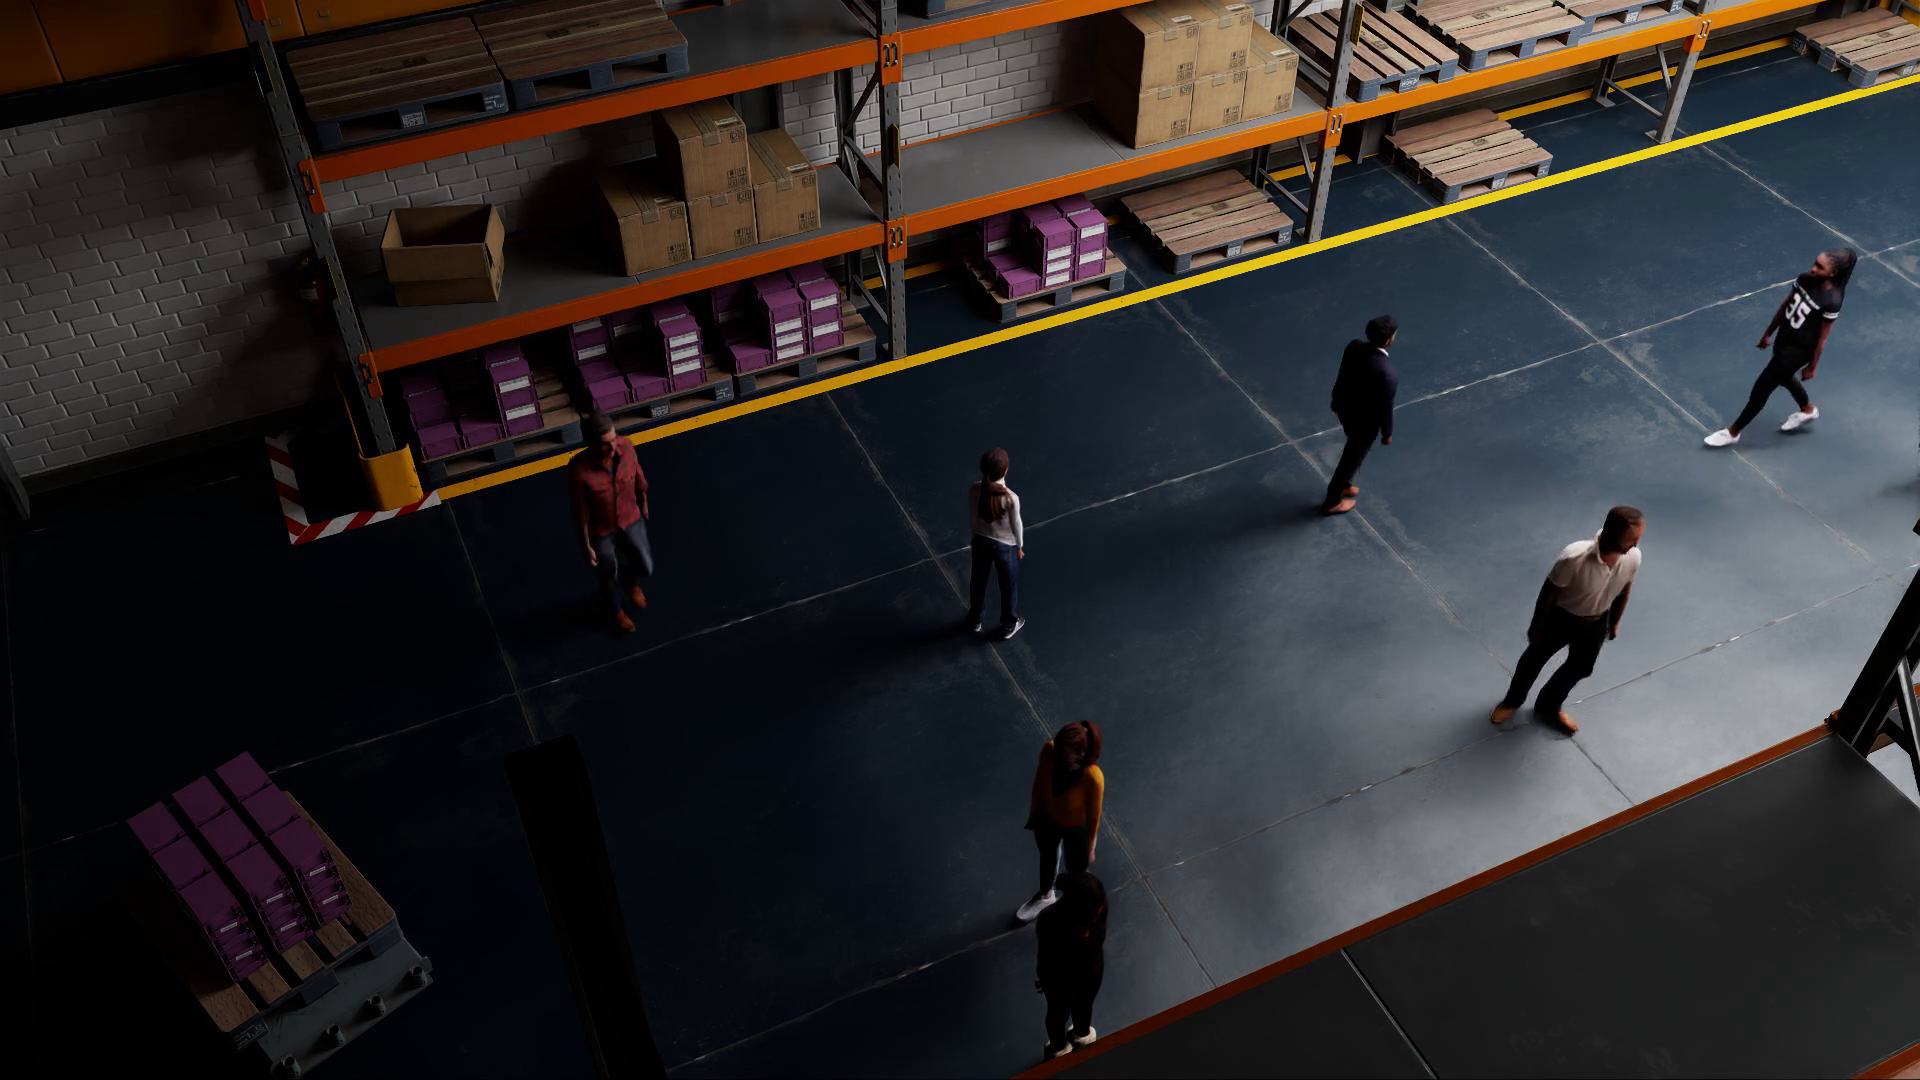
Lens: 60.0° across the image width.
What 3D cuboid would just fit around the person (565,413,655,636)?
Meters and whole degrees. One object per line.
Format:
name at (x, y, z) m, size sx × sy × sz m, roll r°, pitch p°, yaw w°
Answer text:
person at (-2.314, -0.161, 10.798) m, size 0.711 × 1.812 × 0.857 m, roll -27°, pitch 50°, yaw -25°

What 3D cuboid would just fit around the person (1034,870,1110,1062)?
person at (0.565, 2.177, 8.455) m, size 0.591 × 1.659 × 0.658 m, roll 0°, pitch 44°, yaw 0°

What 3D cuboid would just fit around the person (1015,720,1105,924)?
person at (0.580, 1.551, 9.047) m, size 0.669 × 1.749 × 0.679 m, roll 30°, pitch 51°, yaw 28°

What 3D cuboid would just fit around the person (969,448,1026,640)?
person at (0.220, 0.021, 10.790) m, size 0.627 × 1.559 × 0.686 m, roll 15°, pitch 46°, yaw 15°

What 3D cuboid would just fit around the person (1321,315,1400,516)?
person at (2.702, -0.824, 11.568) m, size 0.606 × 1.710 × 0.660 m, roll -18°, pitch 46°, yaw -18°

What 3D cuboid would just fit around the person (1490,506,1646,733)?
person at (3.710, 0.454, 10.136) m, size 0.685 × 1.835 × 0.870 m, roll 6°, pitch 44°, yaw 6°

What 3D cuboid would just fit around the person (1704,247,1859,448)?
person at (6.170, -1.400, 12.186) m, size 1.221 × 1.692 × 0.852 m, roll -6°, pitch 44°, yaw -6°
